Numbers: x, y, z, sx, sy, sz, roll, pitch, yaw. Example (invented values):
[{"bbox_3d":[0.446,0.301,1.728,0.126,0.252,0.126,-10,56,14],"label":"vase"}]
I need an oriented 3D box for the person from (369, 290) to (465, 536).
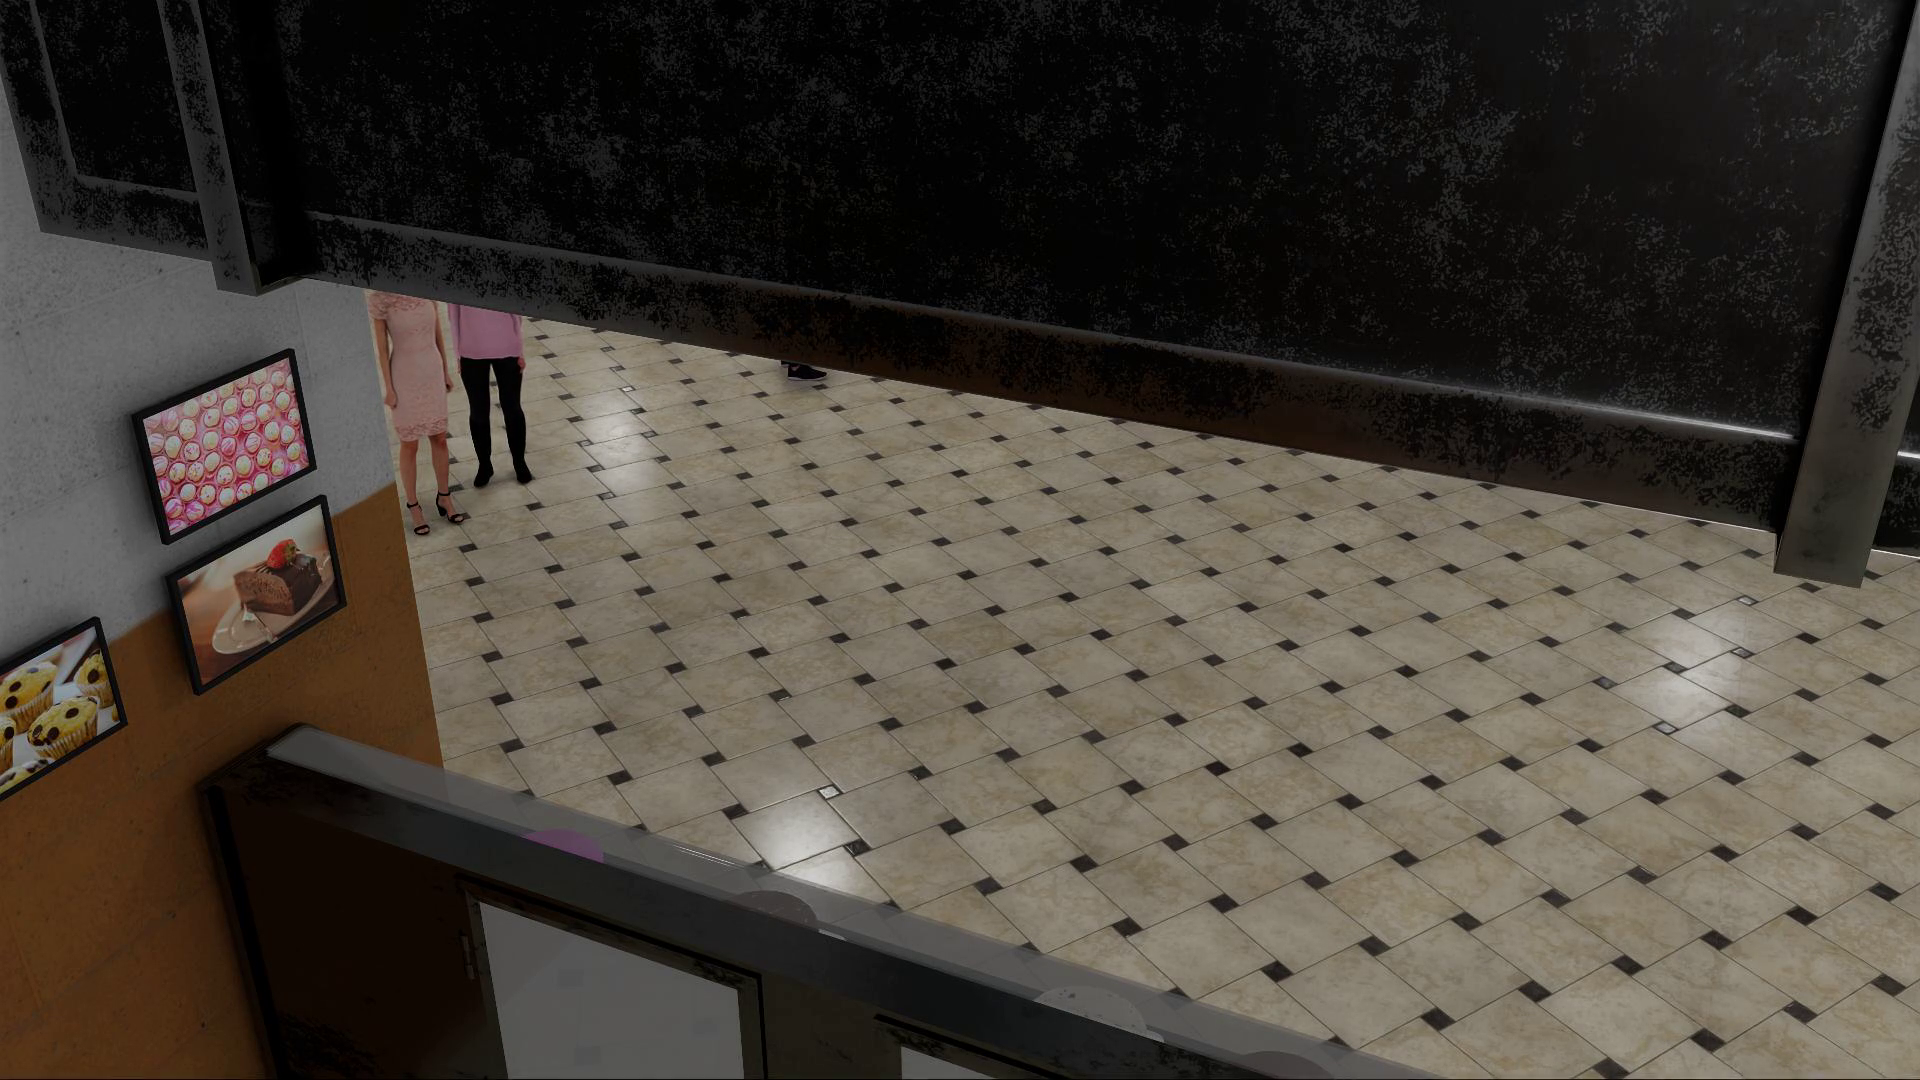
[{"bbox_3d":[-3.171,-0.919,9.708,0.576,1.829,0.699,-22,34,-36],"label":"person"}]

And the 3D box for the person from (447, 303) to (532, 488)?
[{"bbox_3d":[-2.923,-1.164,10.348,0.685,1.687,0.721,-5,27,-11],"label":"person"}]
